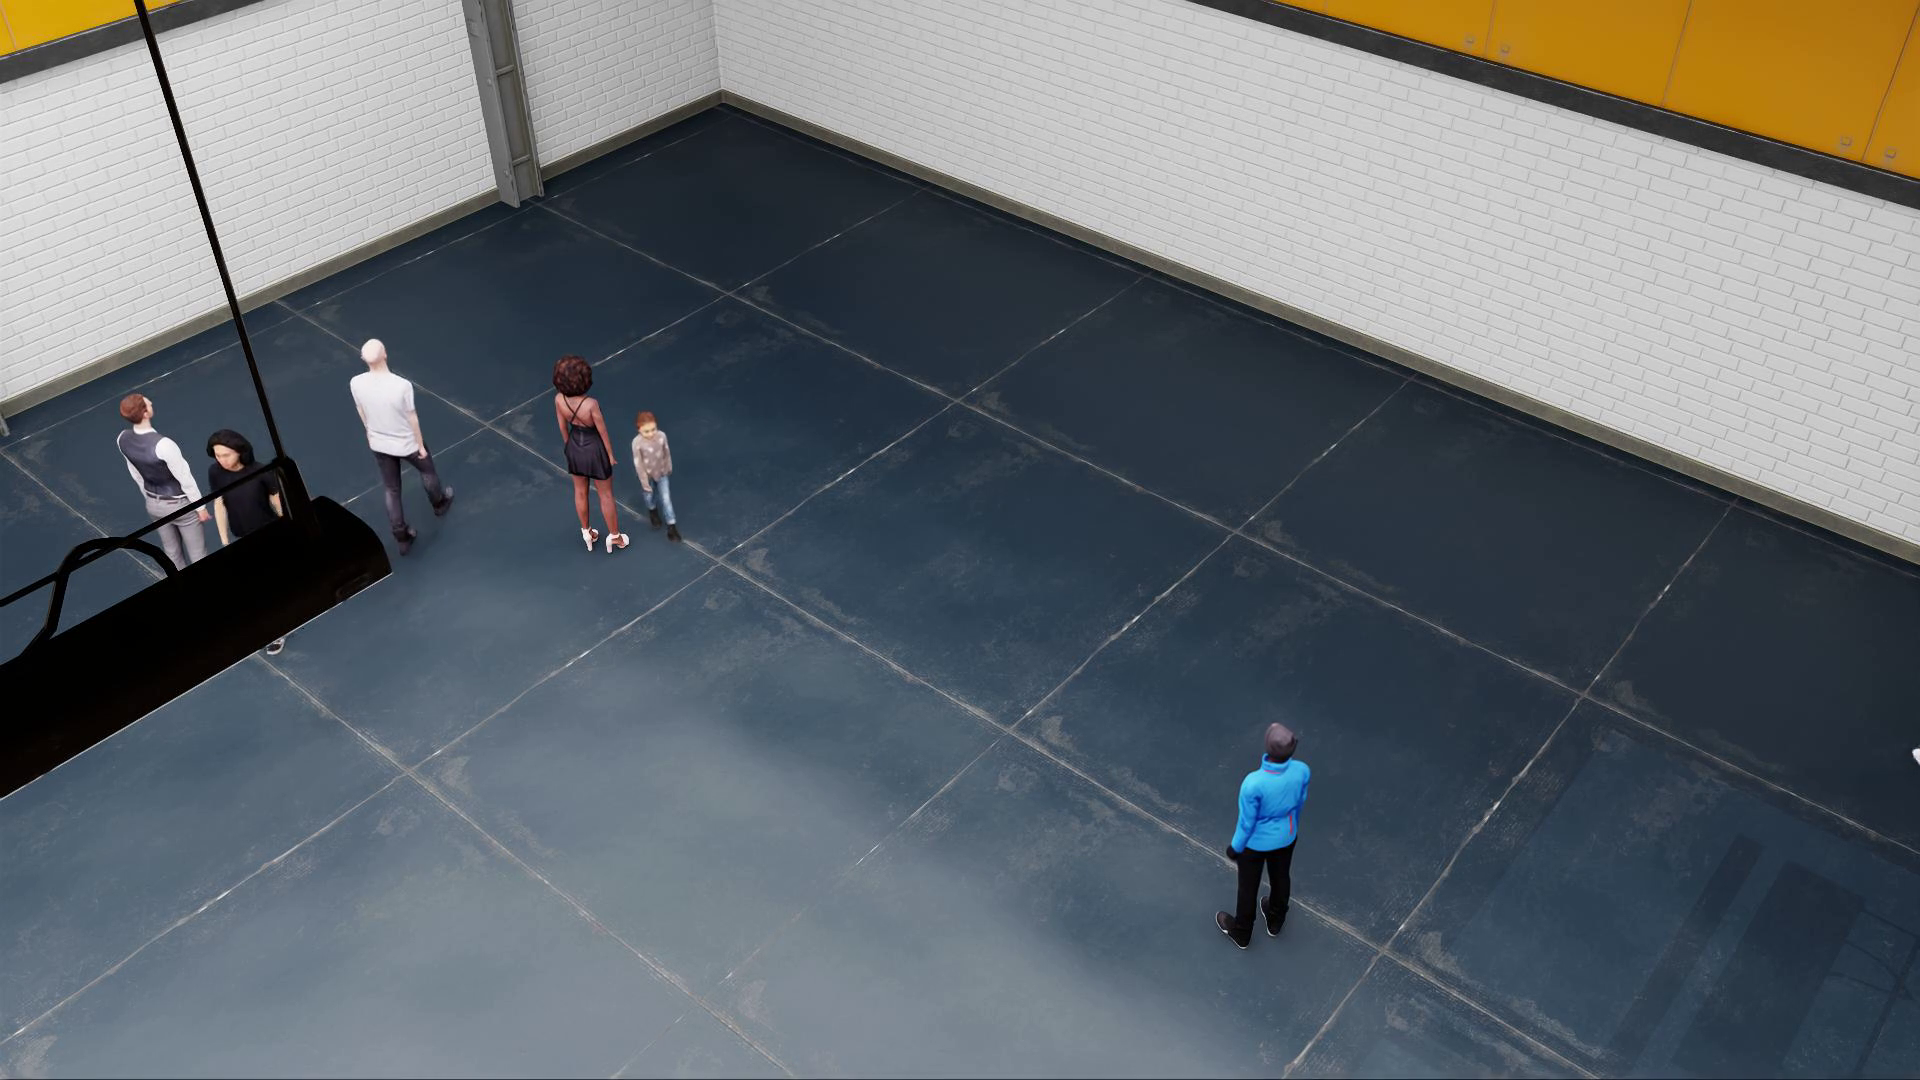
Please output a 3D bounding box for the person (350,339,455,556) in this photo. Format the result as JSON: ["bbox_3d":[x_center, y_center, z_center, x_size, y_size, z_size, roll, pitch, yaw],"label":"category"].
[{"bbox_3d":[-4.442,-0.690,13.020,1.031,1.803,1.164,3,39,4],"label":"person"}]

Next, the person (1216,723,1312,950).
[{"bbox_3d":[1.841,1.780,9.937,0.637,1.792,0.754,-14,41,-16],"label":"person"}]

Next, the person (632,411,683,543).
[{"bbox_3d":[-2.493,-0.566,13.376,0.792,1.165,0.745,-15,41,-18],"label":"person"}]

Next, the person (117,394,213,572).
[{"bbox_3d":[-5.871,-0.271,12.387,0.733,1.938,0.709,11,40,13],"label":"person"}]

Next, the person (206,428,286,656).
[{"bbox_3d":[-5.191,-0.141,12.340,1.007,1.793,1.203,4,39,5],"label":"person"}]

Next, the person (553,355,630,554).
[{"bbox_3d":[-2.904,-0.655,12.987,0.641,1.789,0.652,11,40,13],"label":"person"}]
